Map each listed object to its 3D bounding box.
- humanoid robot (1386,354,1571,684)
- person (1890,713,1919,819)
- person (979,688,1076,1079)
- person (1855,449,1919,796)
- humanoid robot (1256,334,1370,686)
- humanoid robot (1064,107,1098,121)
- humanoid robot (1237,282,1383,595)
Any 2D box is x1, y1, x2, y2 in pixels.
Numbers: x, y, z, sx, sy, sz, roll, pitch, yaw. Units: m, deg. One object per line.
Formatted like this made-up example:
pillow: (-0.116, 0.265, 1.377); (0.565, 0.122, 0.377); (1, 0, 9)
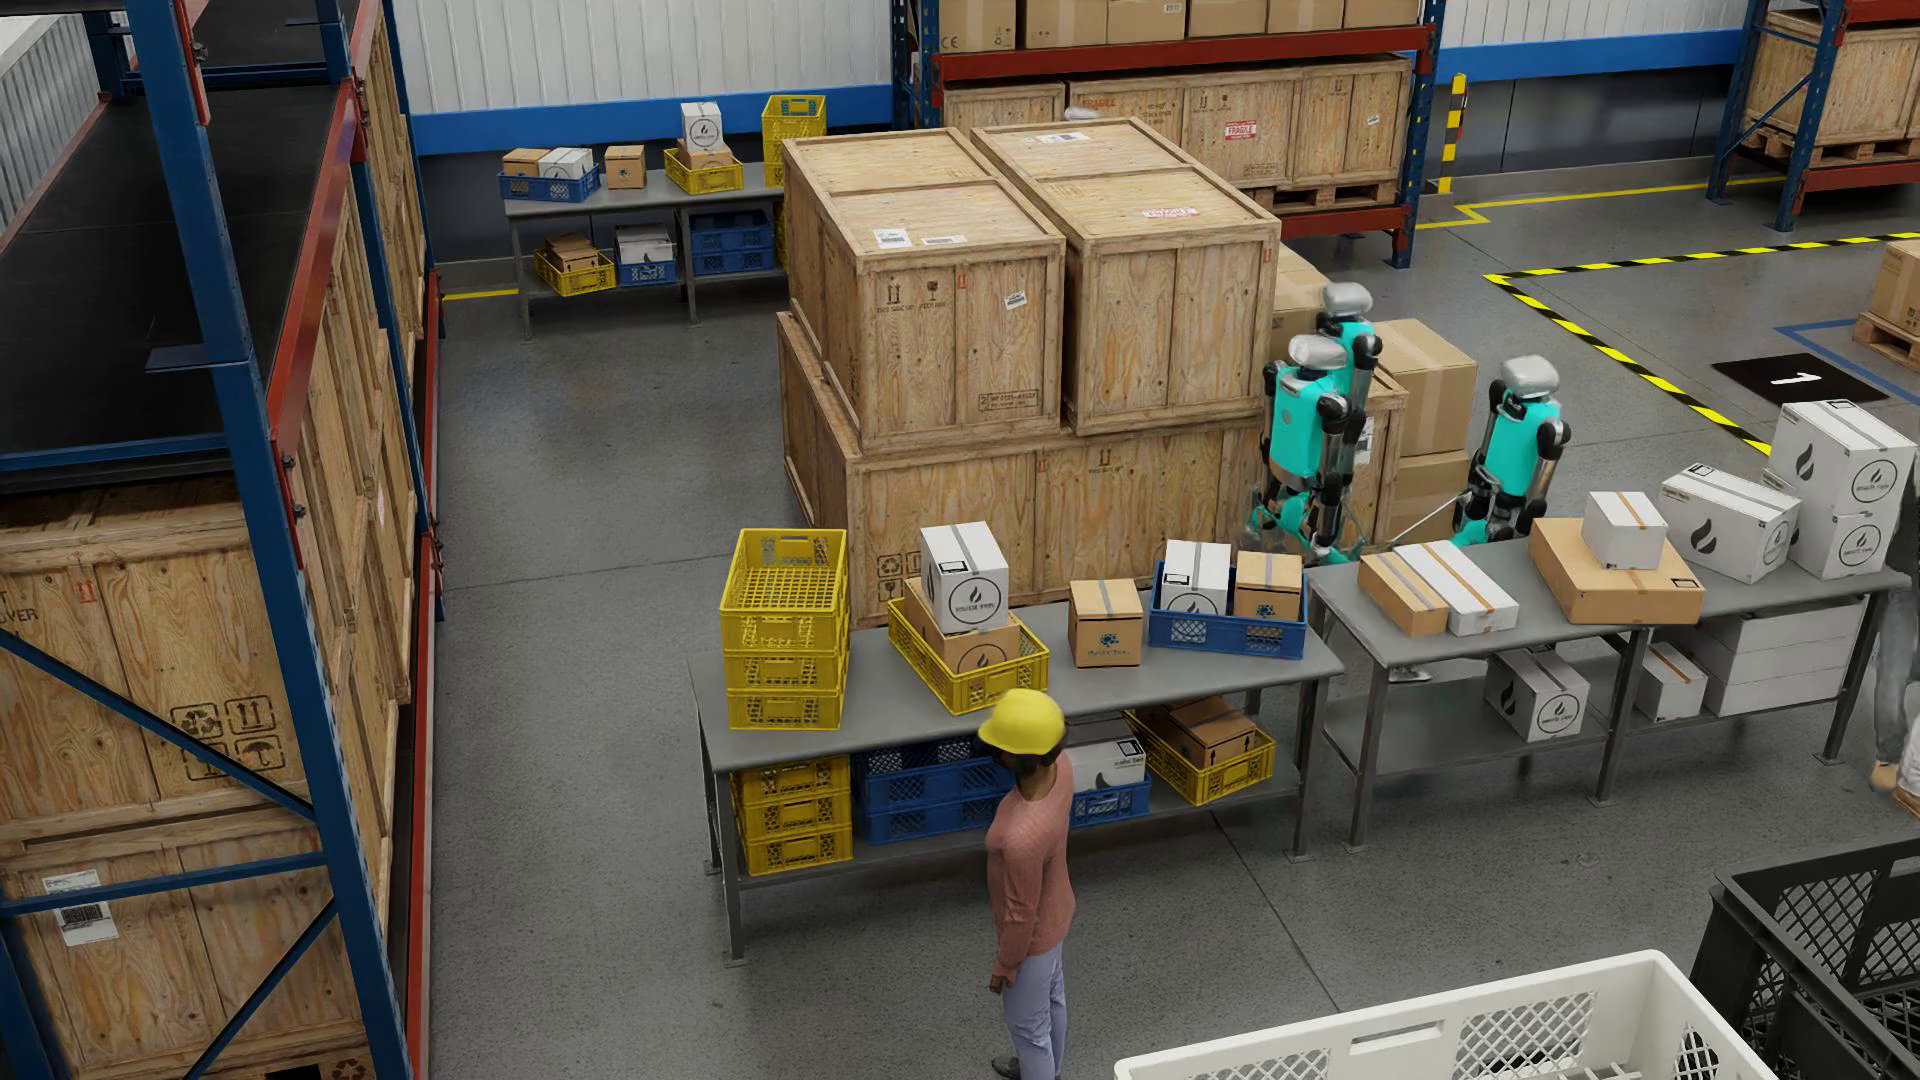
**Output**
humanoid robot: (2.296, 0.005, 7.600); (0.987, 1.757, 0.558); (-6, 29, -11)
person: (4.304, 0.345, 6.874); (0.632, 1.834, 0.429); (-17, 33, -27)
person: (0.209, 1.220, 5.347); (0.305, 1.770, 0.524); (7, 30, 13)
person: (4.148, 0.177, 7.196); (0.587, 1.806, 0.703); (9, 30, 16)
humanoid robot: (1.741, -0.171, 7.841); (0.676, 1.748, 0.547); (-14, 32, -24)
humanoid robot: (1.024, -2.112, 11.479); (1.043, 1.760, 0.554); (-8, 30, -14)
humanoid robot: (1.650, -0.396, 8.320); (0.891, 1.764, 0.580); (-6, 29, -10)
